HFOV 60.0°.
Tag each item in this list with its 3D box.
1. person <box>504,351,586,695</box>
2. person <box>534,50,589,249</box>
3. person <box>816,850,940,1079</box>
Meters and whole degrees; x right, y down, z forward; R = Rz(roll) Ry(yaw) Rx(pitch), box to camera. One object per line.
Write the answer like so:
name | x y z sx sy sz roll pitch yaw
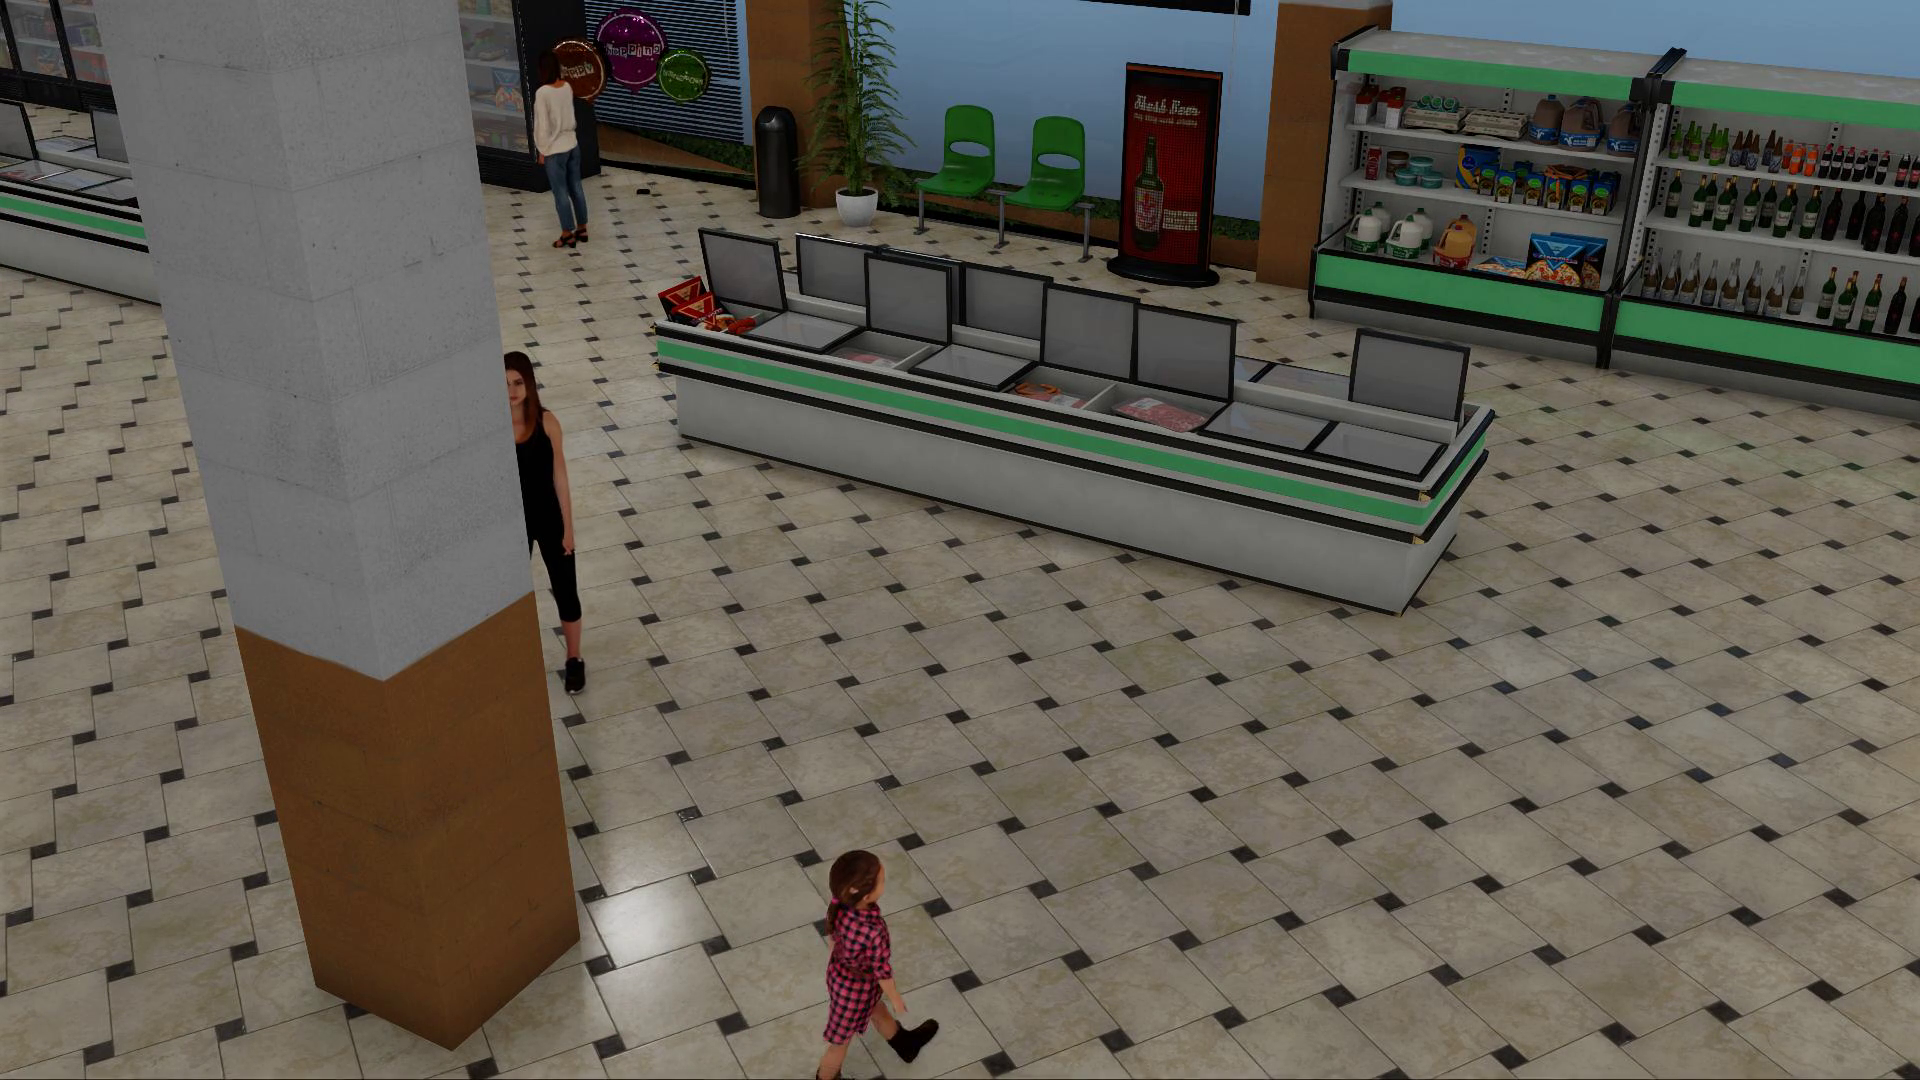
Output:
person | -1.998 -0.073 7.799 0.620 1.724 0.703 -3 27 -6
person | -3.448 -3.372 14.353 0.536 1.680 0.624 13 30 24
person | -0.385 1.480 5.537 0.701 1.000 0.724 -15 31 -27
